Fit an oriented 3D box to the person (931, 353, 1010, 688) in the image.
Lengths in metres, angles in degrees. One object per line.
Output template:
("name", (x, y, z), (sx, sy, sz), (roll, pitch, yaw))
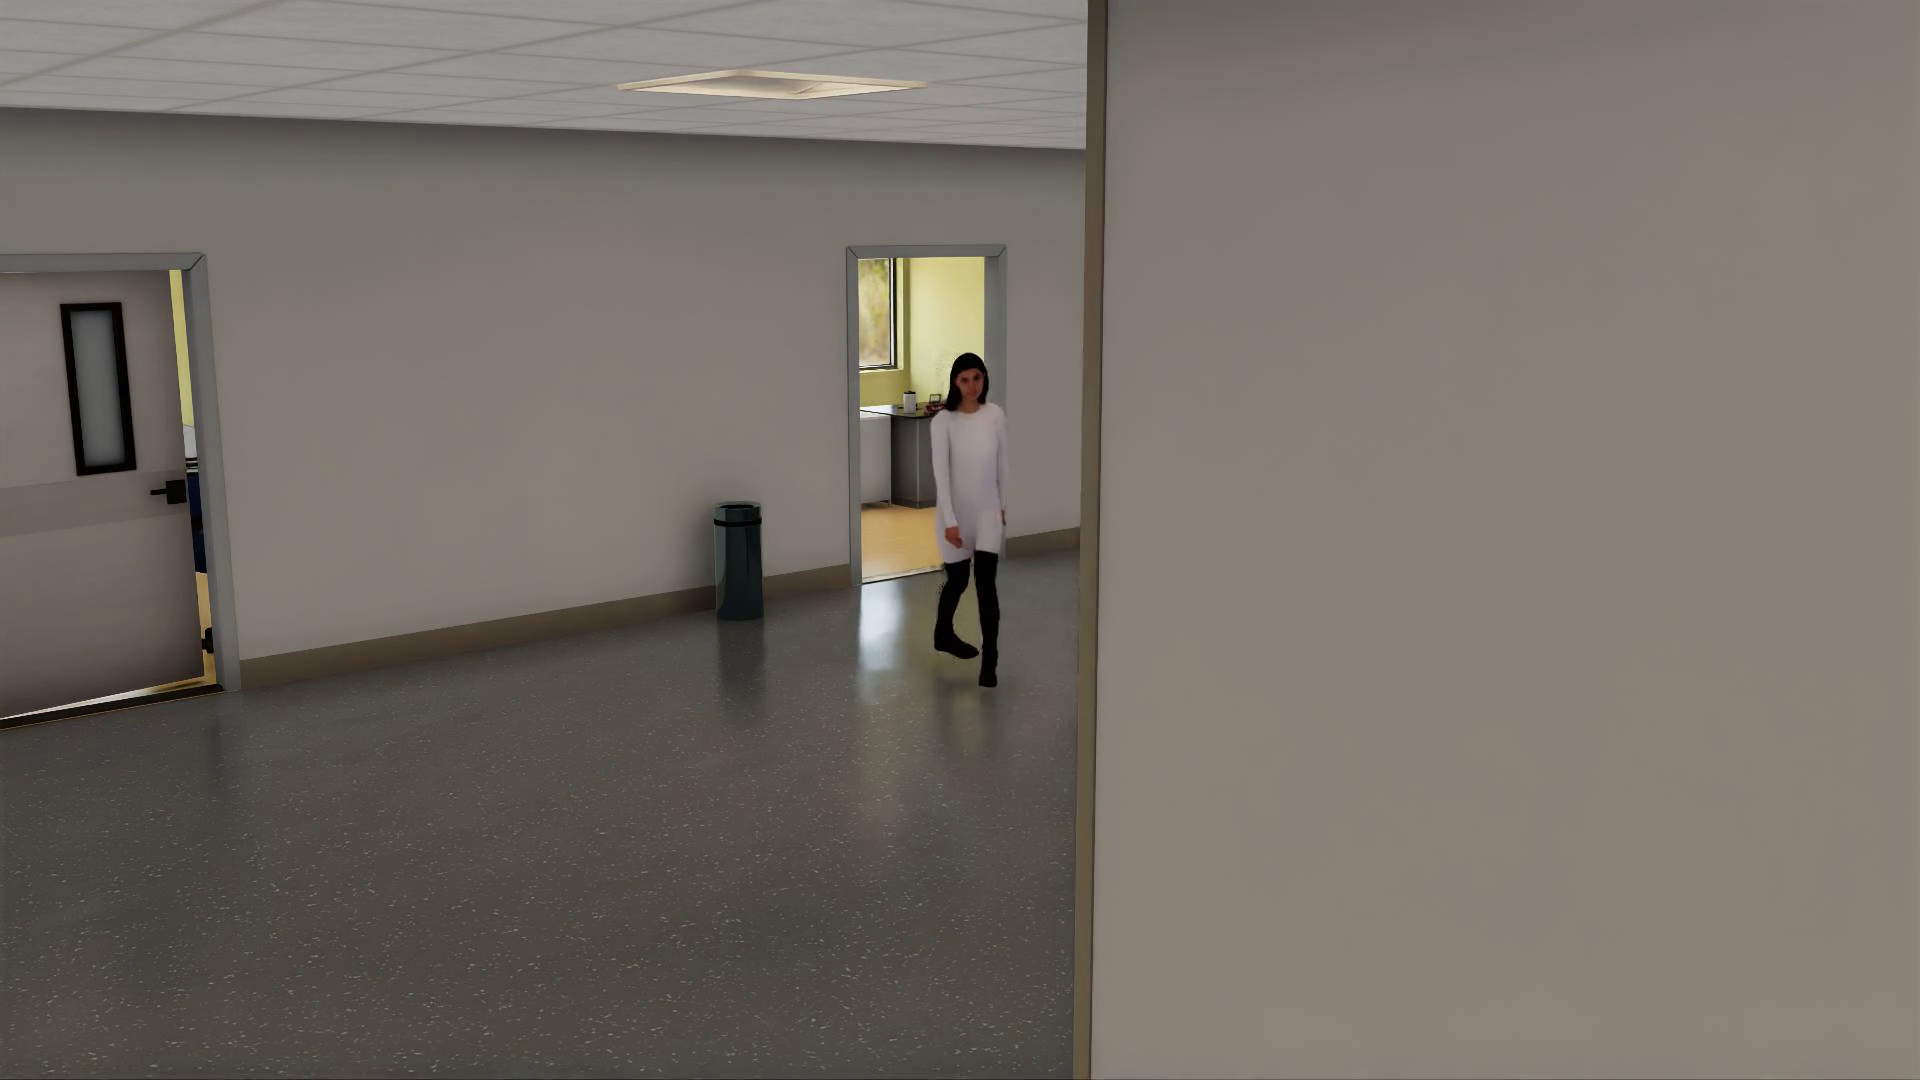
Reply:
("person", (0.037, -0.112, 8.984), (1.070, 1.760, 0.962), (-5, 12, -23))
